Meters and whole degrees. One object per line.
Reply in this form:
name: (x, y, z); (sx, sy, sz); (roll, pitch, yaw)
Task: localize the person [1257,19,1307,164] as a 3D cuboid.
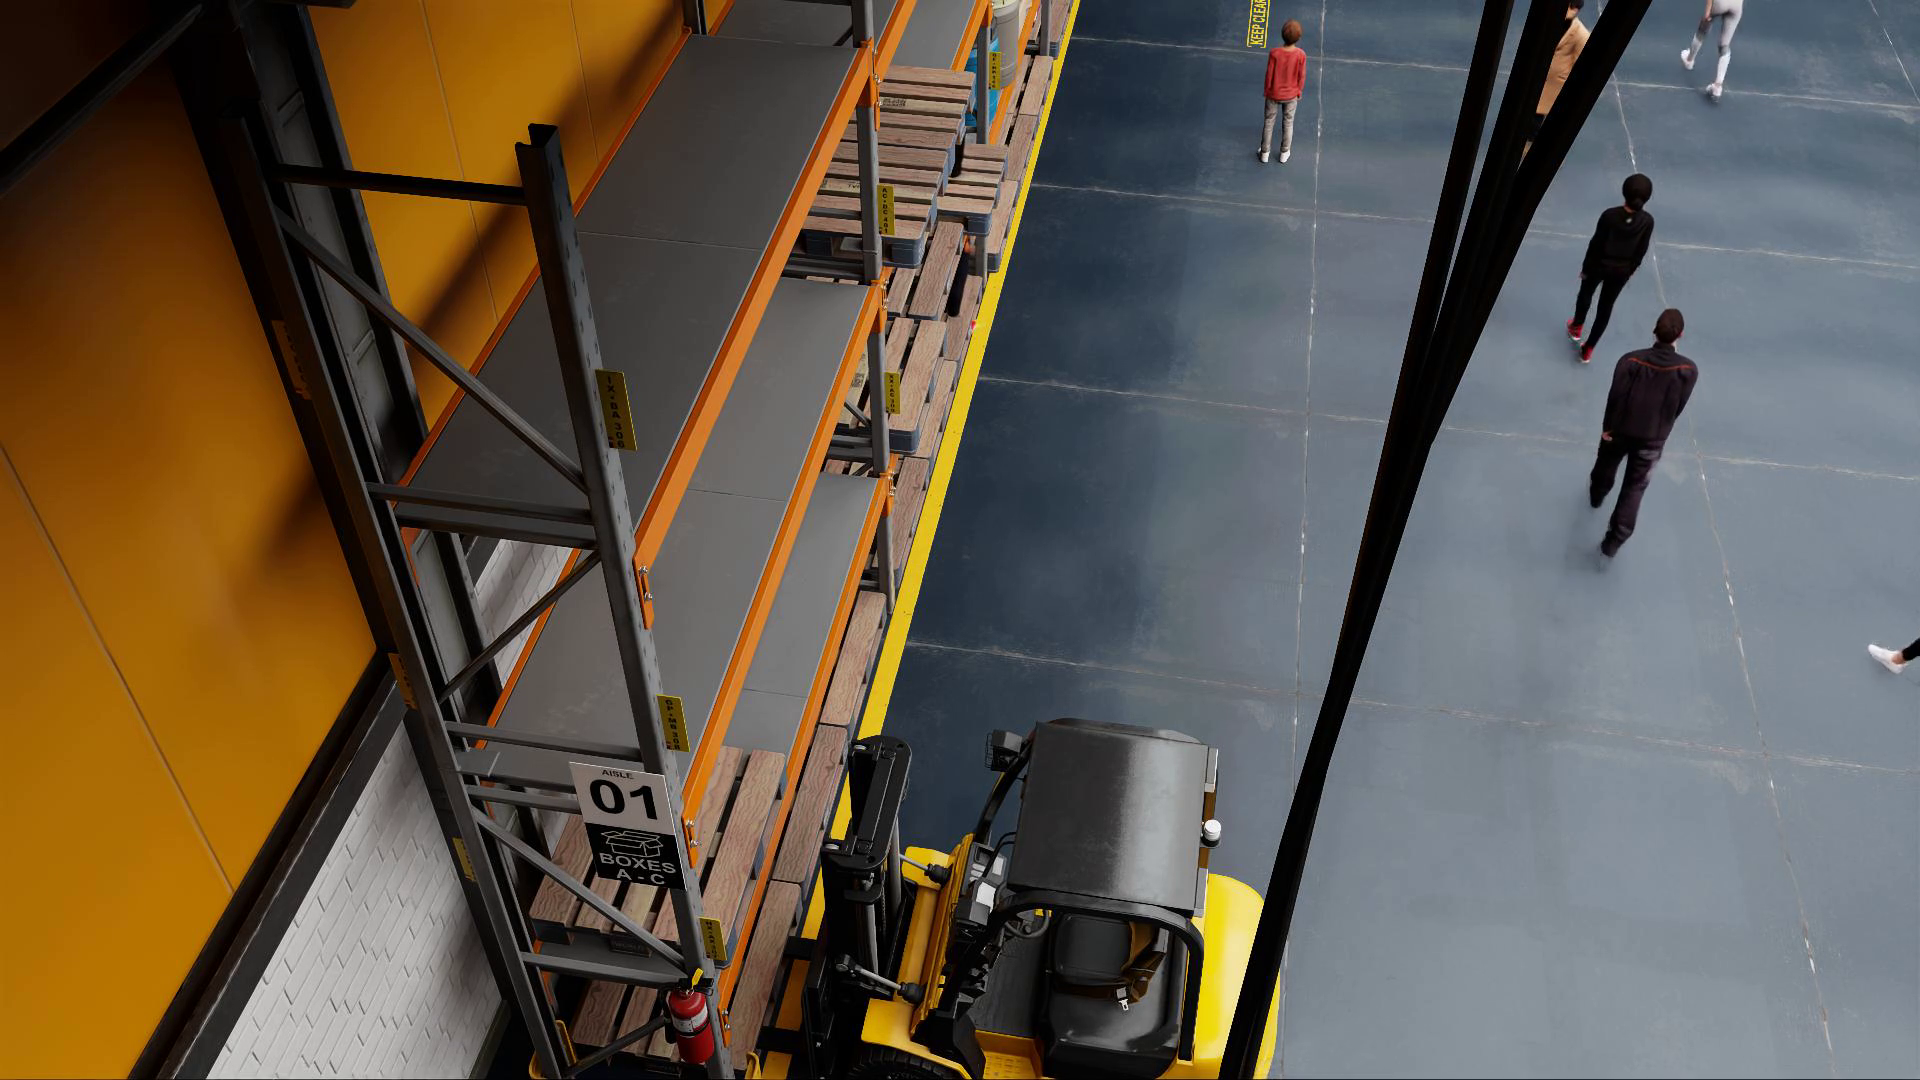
person: (3.028, -4.205, 15.599); (0.524, 1.416, 0.495); (5, 44, 5)

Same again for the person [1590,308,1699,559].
person: (4.729, -0.716, 11.602); (0.882, 1.877, 1.279); (17, 46, 17)

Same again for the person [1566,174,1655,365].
person: (5.180, -2.118, 13.234); (0.631, 1.656, 0.764); (9, 44, 9)

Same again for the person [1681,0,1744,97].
person: (7.622, -5.235, 16.504); (0.647, 1.659, 1.183); (1, 44, 1)

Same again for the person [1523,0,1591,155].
person: (5.546, -4.314, 15.488); (0.822, 1.726, 0.756); (-24, 49, -23)
